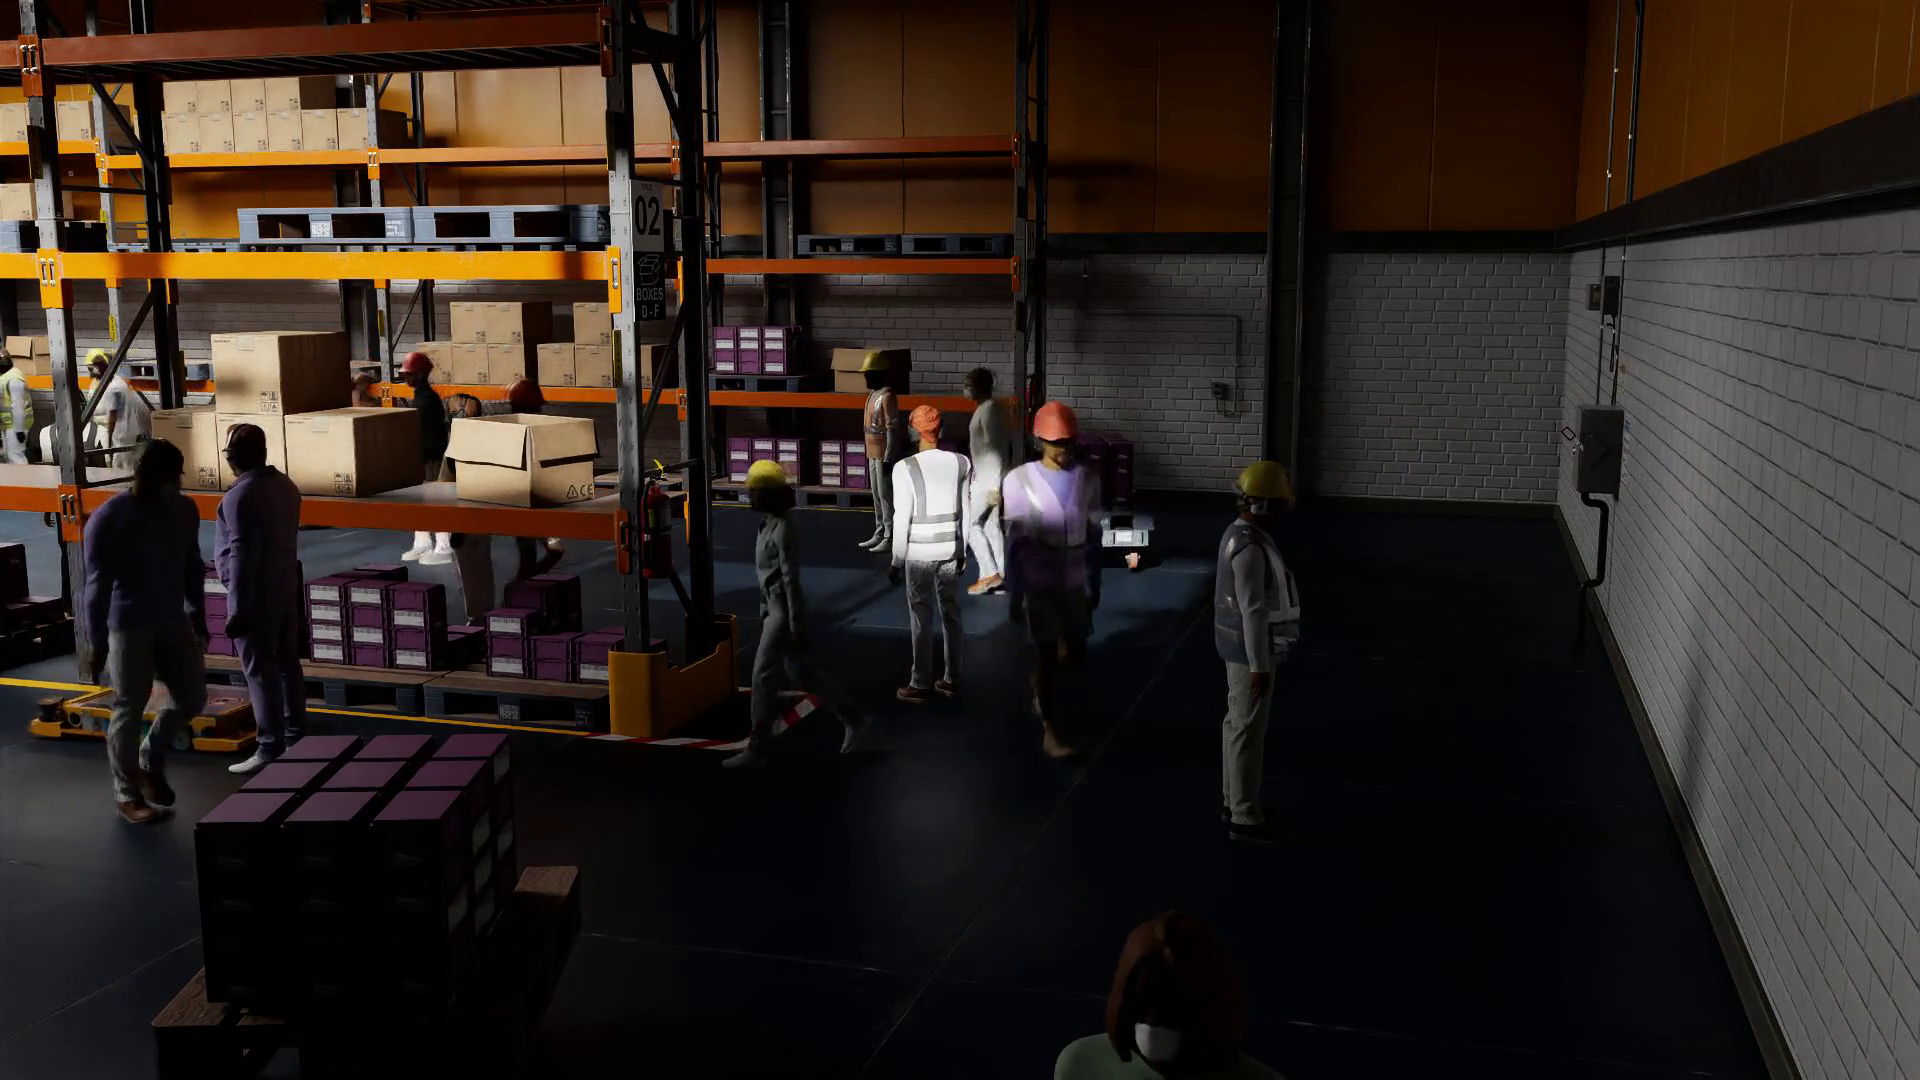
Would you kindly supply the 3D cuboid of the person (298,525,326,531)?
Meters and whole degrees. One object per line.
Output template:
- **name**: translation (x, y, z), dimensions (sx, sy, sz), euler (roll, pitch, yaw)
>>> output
- **person**: translation (-6.915, -1.038, 17.258), dimensions (0.579, 1.913, 0.566), euler (-4, 10, -25)

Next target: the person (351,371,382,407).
- **person**: translation (-6.656, -1.072, 18.418), dimensions (0.512, 1.615, 0.662), euler (-7, 12, -36)

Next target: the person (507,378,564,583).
- **person**: translation (-3.205, -0.249, 12.435), dimensions (0.407, 1.919, 0.563), euler (2, 9, 11)

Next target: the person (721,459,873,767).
- **person**: translation (-0.896, 0.395, 9.164), dimensions (0.812, 1.711, 0.494), euler (-2, 10, -13)

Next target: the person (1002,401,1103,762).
- **person**: translation (0.498, 0.210, 9.364), dimensions (0.618, 2.015, 0.616), euler (-4, 10, -23)

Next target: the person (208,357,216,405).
- **person**: translation (-7.139, -0.943, 16.311), dimensions (0.538, 2.000, 0.690), euler (-4, 10, -21)

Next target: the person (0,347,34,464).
- **person**: translation (-10.954, -1.322, 19.298), dimensions (0.492, 1.822, 0.701), euler (-8, 12, -42)

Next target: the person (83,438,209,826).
- **person**: translation (-4.003, 0.452, 8.207), dimensions (0.447, 1.909, 0.717), euler (4, 10, 24)

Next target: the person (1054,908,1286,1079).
- **person**: translation (0.383, 1.444, 3.019), dimensions (0.501, 1.627, 0.285), euler (5, 11, 28)

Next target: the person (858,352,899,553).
- **person**: translation (-0.785, -0.841, 16.037), dimensions (0.372, 1.925, 0.595), euler (-3, 10, -19)

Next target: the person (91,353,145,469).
- **person**: translation (-8.942, -1.087, 17.821), dimensions (0.582, 1.829, 0.533), euler (-4, 10, -21)

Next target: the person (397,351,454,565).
- **person**: translation (-4.977, -0.741, 15.286), dimensions (0.610, 1.970, 0.649), euler (-4, 10, -25)

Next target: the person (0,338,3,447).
- **person**: translation (-11.845, -1.565, 20.350), dimensions (0.381, 1.958, 0.602), euler (-9, 13, -44)

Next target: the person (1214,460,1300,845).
- **person**: translation (1.423, 0.528, 7.990), dimensions (0.404, 1.830, 0.588), euler (1, 9, 3)

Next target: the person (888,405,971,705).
- **person**: translation (-0.191, 0.092, 10.473), dimensions (0.574, 1.887, 0.355), euler (-6, 11, -34)

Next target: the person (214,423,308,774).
- **person**: translation (-3.829, 0.315, 9.060), dimensions (0.403, 1.904, 0.651), euler (1, 9, 3)

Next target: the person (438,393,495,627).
- **person**: translation (-3.547, -0.134, 11.983), dimensions (0.429, 1.847, 0.627), euler (0, 9, -2)

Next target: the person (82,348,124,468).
- **person**: translation (-9.918, -1.337, 19.418), dimensions (0.633, 1.812, 0.498), euler (7, 12, 36)

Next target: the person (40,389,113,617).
- **person**: translation (-6.784, -0.272, 12.817), dimensions (0.514, 1.844, 0.328), euler (-3, 10, -15)

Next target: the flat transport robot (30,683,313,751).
- **flat transport robot**: translation (-4.622, 1.014, 9.762), dimensions (1.431, 0.197, 0.652), euler (3, 10, 16)

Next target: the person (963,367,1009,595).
- **person**: translation (0.178, -0.479, 13.840), dimensions (0.495, 1.919, 0.655), euler (0, 9, -2)
